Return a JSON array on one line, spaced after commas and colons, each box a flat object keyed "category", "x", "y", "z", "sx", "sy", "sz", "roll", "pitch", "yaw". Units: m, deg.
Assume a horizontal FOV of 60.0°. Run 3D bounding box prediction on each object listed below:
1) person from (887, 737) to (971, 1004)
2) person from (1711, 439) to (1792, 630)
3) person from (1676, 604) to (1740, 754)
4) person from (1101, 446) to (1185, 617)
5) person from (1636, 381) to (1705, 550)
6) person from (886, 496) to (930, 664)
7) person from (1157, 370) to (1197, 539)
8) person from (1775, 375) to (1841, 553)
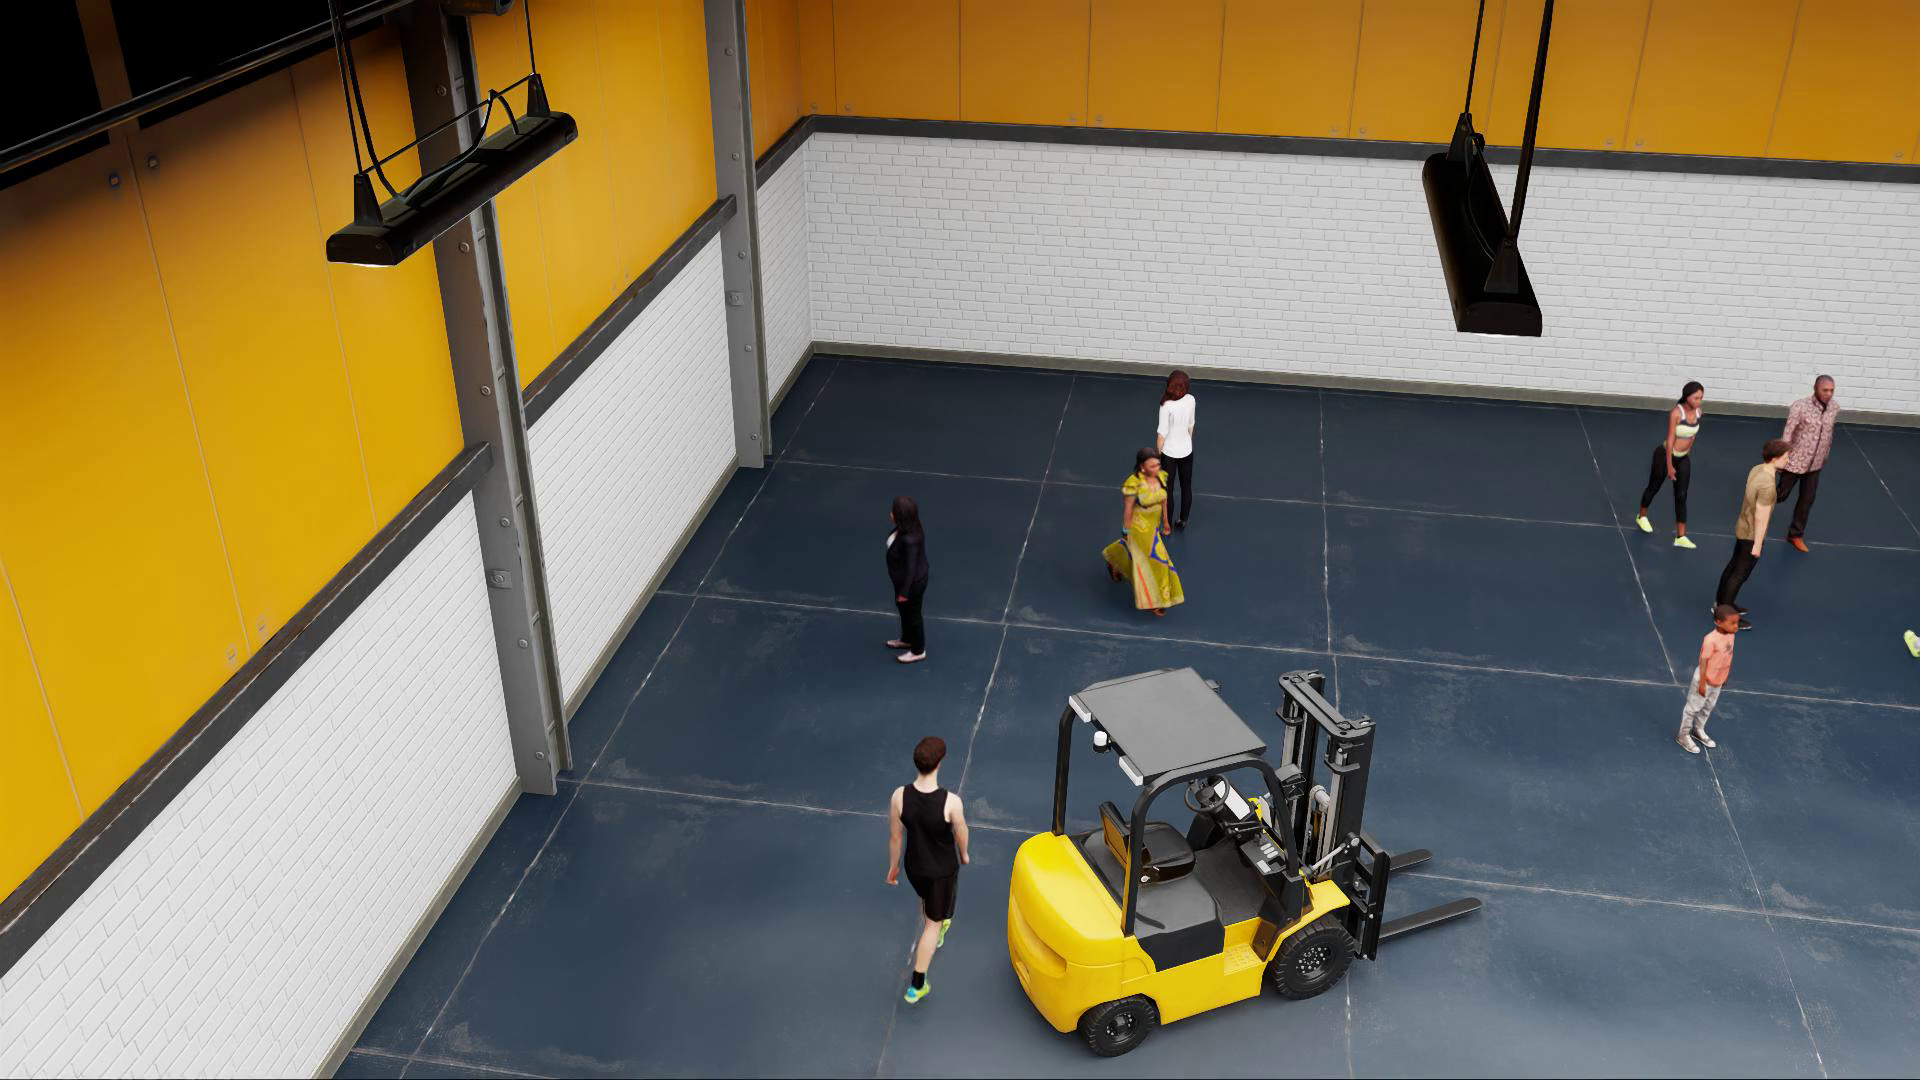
[{"category": "person", "x": -0.212, "y": 2.211, "z": 10.972, "sx": 0.821, "sy": 1.850, "sz": 1.211, "roll": 11, "pitch": 30, "yaw": 19}, {"category": "person", "x": 7.209, "y": -0.078, "z": 15.168, "sx": 0.728, "sy": 1.849, "sz": 0.517, "roll": 8, "pitch": 30, "yaw": 14}, {"category": "person", "x": 6.109, "y": 1.101, "z": 13.571, "sx": 0.557, "sy": 1.310, "sz": 0.603, "roll": -12, "pitch": 31, "yaw": -21}, {"category": "person", "x": 1.651, "y": -0.152, "z": 15.547, "sx": 1.379, "sy": 1.616, "sz": 1.335, "roll": -25, "pitch": 37, "yaw": -38}, {"category": "person", "x": 7.069, "y": -0.822, "z": 16.677, "sx": 0.835, "sy": 1.711, "sz": 1.131, "roll": -5, "pitch": 29, "yaw": -10}, {"category": "person", "x": -0.422, "y": 0.336, "z": 14.653, "sx": 0.810, "sy": 1.615, "sz": 0.696, "roll": -6, "pitch": 29, "yaw": -11}, {"category": "person", "x": 2.170, "y": -0.859, "z": 16.656, "sx": 0.682, "sy": 1.795, "sz": 0.717, "roll": -15, "pitch": 32, "yaw": -25}, {"category": "person", "x": 8.380, "y": -0.833, "z": 16.620, "sx": 0.873, "sy": 1.784, "sz": 1.125, "roll": -3, "pitch": 29, "yaw": -5}]
